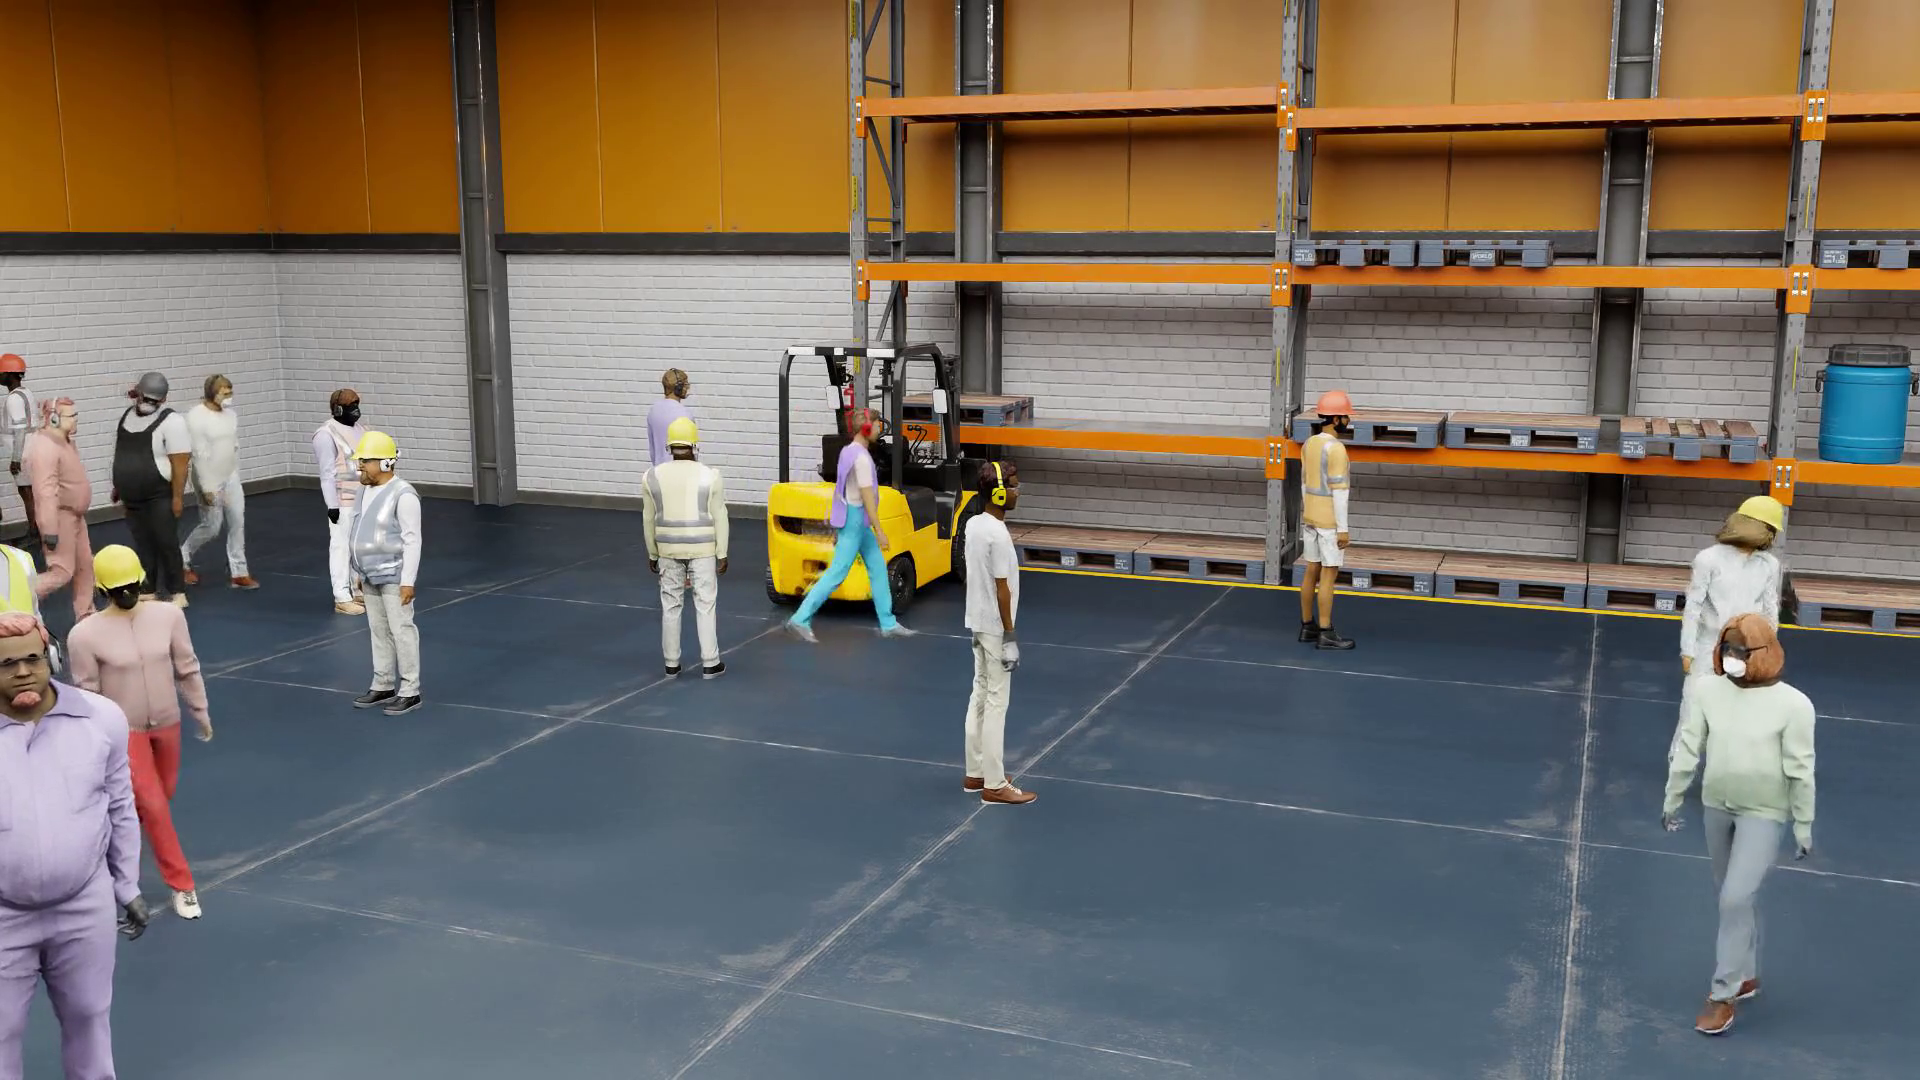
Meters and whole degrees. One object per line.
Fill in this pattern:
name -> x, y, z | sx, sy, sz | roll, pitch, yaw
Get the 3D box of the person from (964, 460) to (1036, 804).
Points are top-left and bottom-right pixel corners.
person -> 0.195, 0.496, 9.033 | 0.329, 1.873, 0.514 | -4, 11, -21

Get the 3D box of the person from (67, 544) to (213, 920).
person -> -3.776, 0.831, 7.590 | 0.792, 1.722, 0.557 | 8, 13, 37

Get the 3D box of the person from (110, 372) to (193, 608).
person -> -6.758, -0.440, 13.769 | 0.837, 2.000, 0.534 | 5, 11, 27

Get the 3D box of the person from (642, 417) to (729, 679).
person -> -1.889, 0.062, 11.546 | 0.590, 1.837, 0.404 | 0, 10, 3

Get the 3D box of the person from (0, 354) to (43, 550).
person -> -9.294, -0.868, 16.433 | 0.354, 1.942, 0.545 | -4, 11, -21

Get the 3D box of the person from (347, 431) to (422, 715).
person -> -3.715, 0.210, 10.728 | 0.589, 1.834, 0.403 | 8, 13, 37

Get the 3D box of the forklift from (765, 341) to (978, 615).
forklift -> -0.739, -0.602, 14.246 | 1.214, 2.155, 2.313 | 4, 11, 21

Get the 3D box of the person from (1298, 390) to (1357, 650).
person -> 2.758, -0.151, 12.443 | 0.362, 1.939, 0.542 | -3, 11, -16

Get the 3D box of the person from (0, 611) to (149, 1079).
person -> -2.898, 1.157, 5.245 | 0.643, 1.910, 0.400 | -9, 14, -42

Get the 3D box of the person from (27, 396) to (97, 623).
person -> -6.891, -0.147, 12.596 | 0.738, 1.886, 0.656 | -3, 11, -15

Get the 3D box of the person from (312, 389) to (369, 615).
person -> -5.000, -0.323, 13.674 | 0.429, 1.844, 0.627 | 2, 10, 13

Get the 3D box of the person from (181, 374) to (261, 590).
person -> -6.558, -0.498, 14.483 | 0.769, 1.907, 0.639 | 3, 11, 17

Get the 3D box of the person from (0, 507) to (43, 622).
person -> -4.651, 0.694, 8.009 | 0.429, 1.844, 0.627 | 4, 11, 20

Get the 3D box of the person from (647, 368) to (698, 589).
person -> -2.489, -0.538, 14.604 | 0.372, 1.940, 0.630 | -9, 14, -42

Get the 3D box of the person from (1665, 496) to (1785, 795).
person -> 4.102, 0.602, 8.951 | 0.543, 1.718, 0.401 | -1, 10, -4

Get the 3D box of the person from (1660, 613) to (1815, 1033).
person -> 2.965, 1.085, 6.452 | 0.674, 1.607, 0.535 | -6, 12, -31

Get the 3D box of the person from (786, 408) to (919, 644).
person -> -0.846, -0.104, 12.605 | 0.992, 1.795, 0.595 | -1, 10, -7
